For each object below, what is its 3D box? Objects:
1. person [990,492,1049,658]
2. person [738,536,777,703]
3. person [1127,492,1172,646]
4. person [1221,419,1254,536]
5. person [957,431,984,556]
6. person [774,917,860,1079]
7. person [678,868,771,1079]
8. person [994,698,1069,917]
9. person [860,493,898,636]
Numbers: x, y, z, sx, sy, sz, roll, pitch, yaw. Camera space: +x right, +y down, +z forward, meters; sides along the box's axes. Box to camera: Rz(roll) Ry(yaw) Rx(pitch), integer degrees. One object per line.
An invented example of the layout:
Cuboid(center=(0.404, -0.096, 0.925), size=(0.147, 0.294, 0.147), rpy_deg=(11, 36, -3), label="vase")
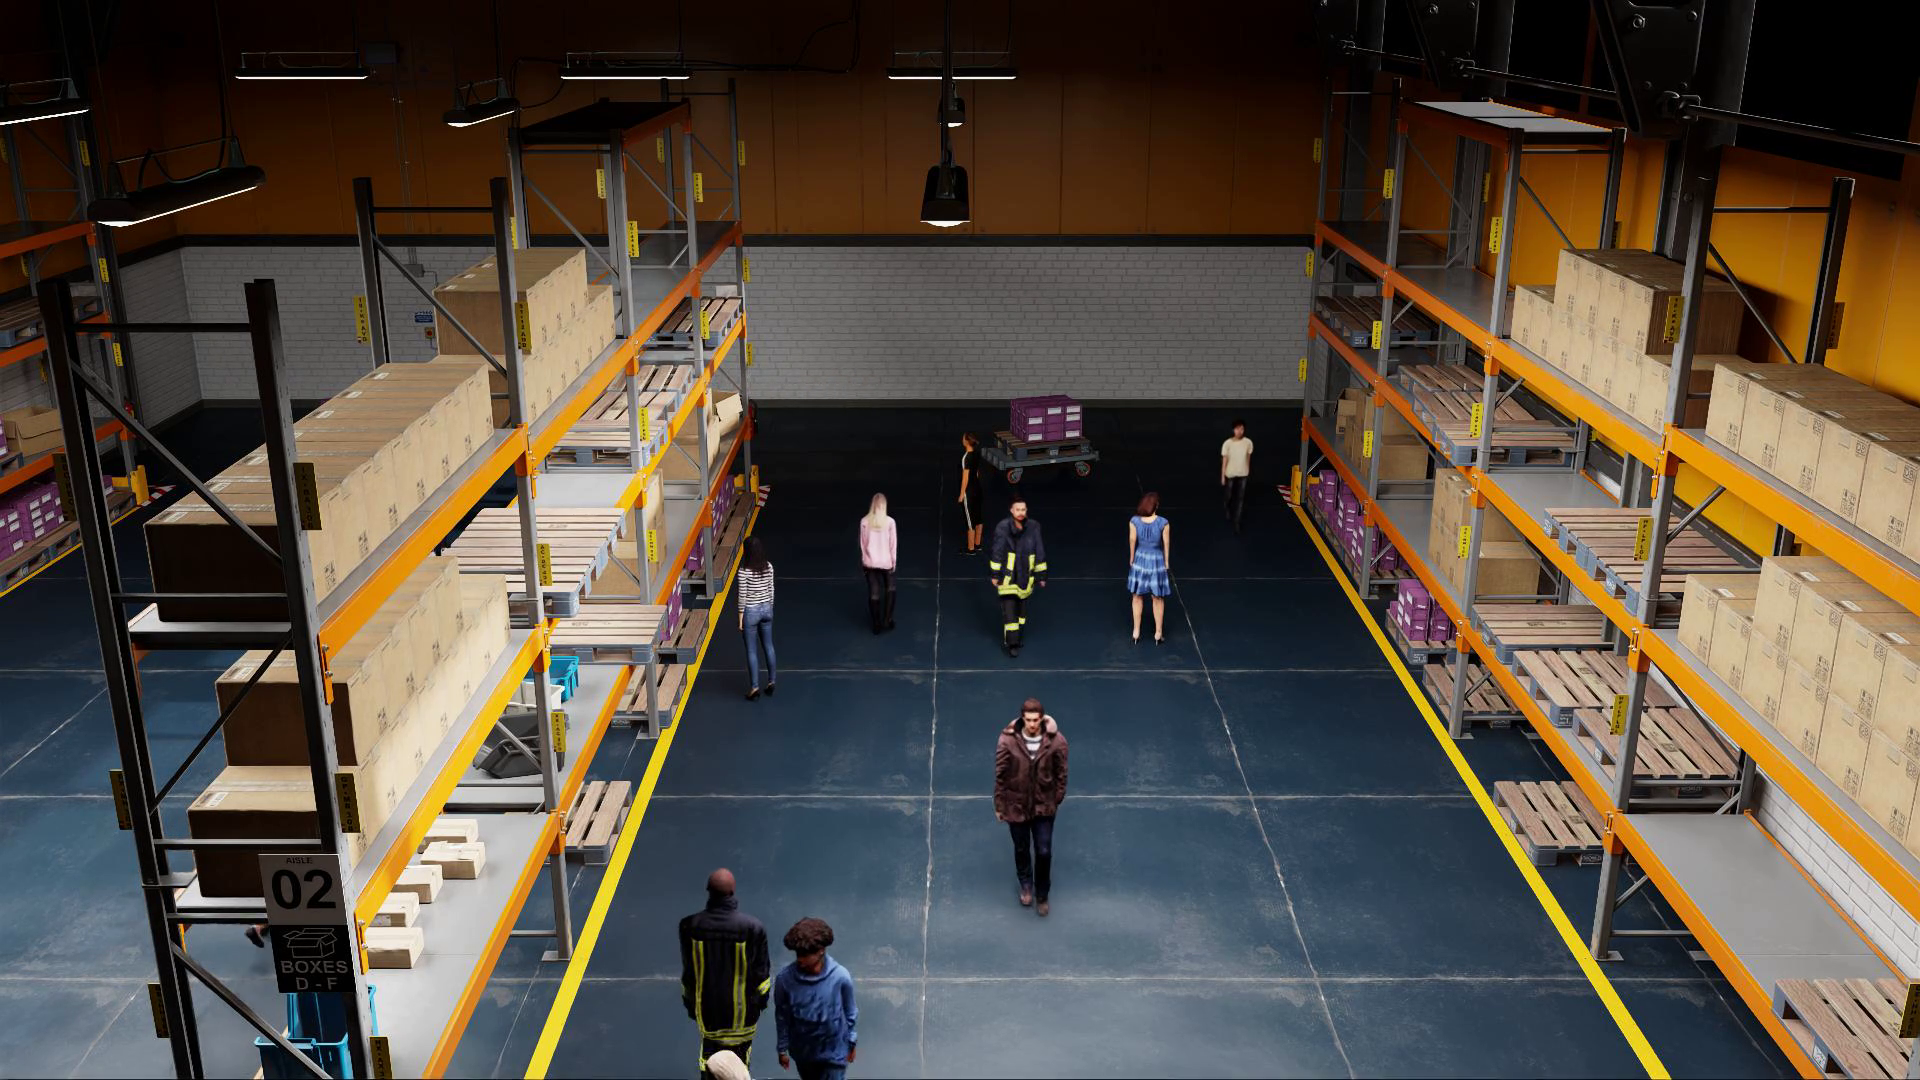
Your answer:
Cuboid(center=(0.628, 0.340, 18.828), size=(0.920, 1.836, 1.074), rpy_deg=(-4, 19, -13), label="person")
Cuboid(center=(-2.128, 0.820, 17.474), size=(0.649, 1.792, 0.700), rpy_deg=(-16, 24, -39), label="person")
Cuboid(center=(2.156, 0.323, 18.927), size=(0.726, 1.807, 0.669), rpy_deg=(5, 19, 15), label="person")
Cuboid(center=(3.793, -0.895, 22.930), size=(0.596, 1.559, 0.977), rpy_deg=(0, 19, 1), label="person")
Cuboid(center=(0.149, -0.639, 22.000), size=(0.722, 1.668, 0.607), rpy_deg=(10, 21, 27), label="person")
Cuboid(center=(-0.887, 3.155, 10.565), size=(0.756, 1.775, 1.172), rpy_deg=(2, 19, 5), label="person")
Cuboid(center=(-1.554, 3.021, 10.906), size=(0.786, 1.811, 0.806), rpy_deg=(3, 19, 9), label="person")
Cuboid(center=(0.568, 2.113, 13.573), size=(0.769, 1.830, 0.769), rpy_deg=(1, 19, 4), label="person")
Cuboid(center=(-0.958, 0.295, 19.212), size=(0.613, 1.677, 0.599), rpy_deg=(2, 19, 5), label="person")
